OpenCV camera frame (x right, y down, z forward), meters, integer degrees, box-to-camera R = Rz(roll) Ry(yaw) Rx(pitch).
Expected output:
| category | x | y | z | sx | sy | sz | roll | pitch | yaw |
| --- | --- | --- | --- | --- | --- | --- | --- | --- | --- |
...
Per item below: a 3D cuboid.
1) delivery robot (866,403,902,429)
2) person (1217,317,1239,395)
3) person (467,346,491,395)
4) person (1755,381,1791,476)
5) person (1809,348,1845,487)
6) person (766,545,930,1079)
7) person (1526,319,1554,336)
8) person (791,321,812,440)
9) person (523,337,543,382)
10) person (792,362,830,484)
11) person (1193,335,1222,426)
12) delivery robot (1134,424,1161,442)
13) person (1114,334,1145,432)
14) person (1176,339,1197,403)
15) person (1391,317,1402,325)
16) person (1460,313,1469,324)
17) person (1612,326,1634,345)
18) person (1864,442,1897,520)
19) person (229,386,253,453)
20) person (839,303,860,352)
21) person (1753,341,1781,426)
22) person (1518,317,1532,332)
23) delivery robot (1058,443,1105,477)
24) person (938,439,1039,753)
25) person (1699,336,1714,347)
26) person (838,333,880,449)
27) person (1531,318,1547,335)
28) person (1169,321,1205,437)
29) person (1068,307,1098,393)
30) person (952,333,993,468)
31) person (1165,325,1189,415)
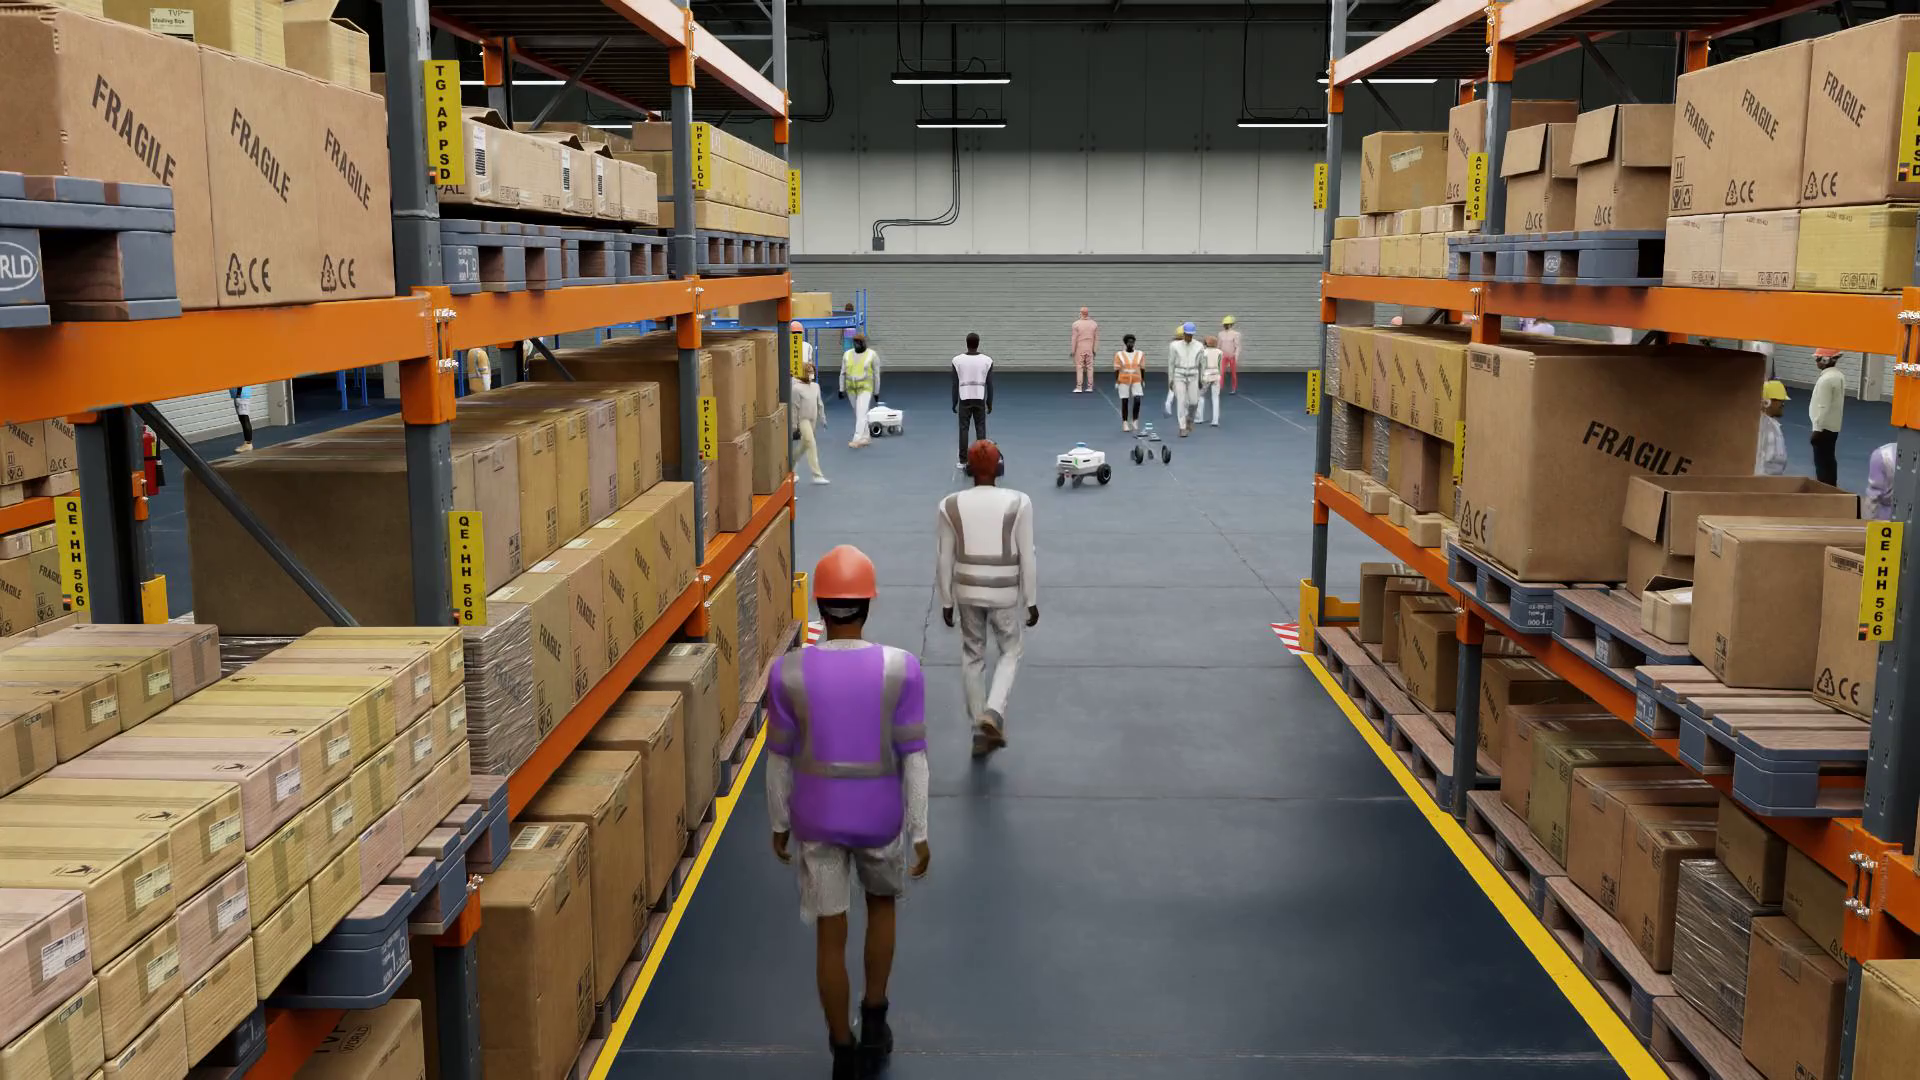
| category | x | y | z | sx | sy | sz | roll | pitch | yaw |
| --- | --- | --- | --- | --- | --- | --- | --- | --- | --- |
| delivery robot | -1.332 | -2.076 | 28.069 | 0.707 | 0.478 | 0.477 | -6 | 11 | -32 |
| person | 5.871 | -4.035 | 36.467 | 0.538 | 1.712 | 0.899 | 6 | 11 | 31 |
| person | -7.262 | -2.277 | 25.290 | 0.356 | 1.936 | 0.551 | -8 | 12 | -39 |
| person | 7.530 | -0.619 | 15.782 | 0.826 | 1.803 | 0.588 | 9 | 13 | 42 |
| person | 10.018 | -1.305 | 19.297 | 0.396 | 1.992 | 0.622 | 8 | 13 | 41 |
| person | -0.397 | 0.964 | 5.924 | 0.578 | 1.917 | 0.607 | 0 | 9 | -1 |
| person | 12.495 | -4.012 | 35.903 | 0.663 | 1.865 | 0.717 | 8 | 12 | 40 |
| person | -2.689 | -2.628 | 27.399 | 0.373 | 1.935 | 0.552 | 9 | 13 | 42 |
| person | -8.224 | -3.340 | 31.934 | 0.345 | 1.847 | 0.508 | 6 | 11 | 34 |
| person | -2.050 | -1.565 | 22.070 | 0.834 | 1.598 | 0.515 | 6 | 11 | 34 |
| person | 4.433 | -2.857 | 29.748 | 0.529 | 1.614 | 0.709 | -3 | 10 | -18 |
| delivery robot | 2.770 | -1.593 | 24.393 | 0.335 | 0.223 | 0.698 | -2 | 9 | -9 |
| person | 2.907 | -2.681 | 28.463 | 0.550 | 1.676 | 0.611 | 0 | 9 | 0 |
| person | 4.655 | -3.615 | 34.296 | 0.512 | 1.604 | 0.798 | 1 | 10 | 6 |
| person | 7.323 | -2.756 | 27.988 | 0.612 | 1.996 | 0.389 | -2 | 10 | -10 |
| person | 10.174 | -3.594 | 33.331 | 0.865 | 1.905 | 0.559 | -7 | 12 | -36 |
| person | 15.645 | -4.579 | 39.314 | 0.993 | 1.863 | 0.652 | -3 | 10 | -20 |
| person | 6.966 | -0.074 | 12.196 | 0.587 | 1.911 | 0.409 | 3 | 10 | 19 |
| person | -11.021 | -2.184 | 25.457 | 0.317 | 1.695 | 0.540 | -3 | 10 | -17 |
| person | -2.882 | -5.278 | 43.537 | 0.569 | 1.844 | 0.377 | -4 | 10 | -21 |
| person | 14.420 | -2.996 | 29.921 | 0.529 | 1.833 | 0.926 | -5 | 11 | -27 |
| person | 14.939 | -5.382 | 43.574 | 0.610 | 2.042 | 0.396 | 3 | 10 | 17 |
| delivery robot | 1.591 | -1.033 | 21.824 | 0.477 | 0.478 | 0.707 | 7 | 12 | 38 |
| person | 0.160 | 0.346 | 9.775 | 0.614 | 1.869 | 0.477 | 2 | 10 | 11 |
| person | 11.455 | -2.273 | 25.589 | 0.579 | 1.830 | 0.640 | -6 | 11 | -33 |
| person | -1.580 | -2.364 | 26.273 | 0.621 | 1.799 | 0.976 | 4 | 10 | 23 |
| person | 12.108 | -3.806 | 34.561 | 0.852 | 1.910 | 0.633 | 4 | 10 | 24 |
| person | 3.796 | -2.709 | 27.915 | 0.607 | 1.924 | 0.546 | 0 | 9 | 1 |
| person | 2.729 | -4.236 | 37.173 | 0.689 | 1.905 | 0.468 | -4 | 10 | -23 |
| person | 0.180 | -1.972 | 23.554 | 0.590 | 1.913 | 0.379 | -1 | 10 | -6 |
| person | 4.170 | -3.226 | 31.636 | 0.502 | 1.718 | 0.745 | 6 | 11 | 30 |
